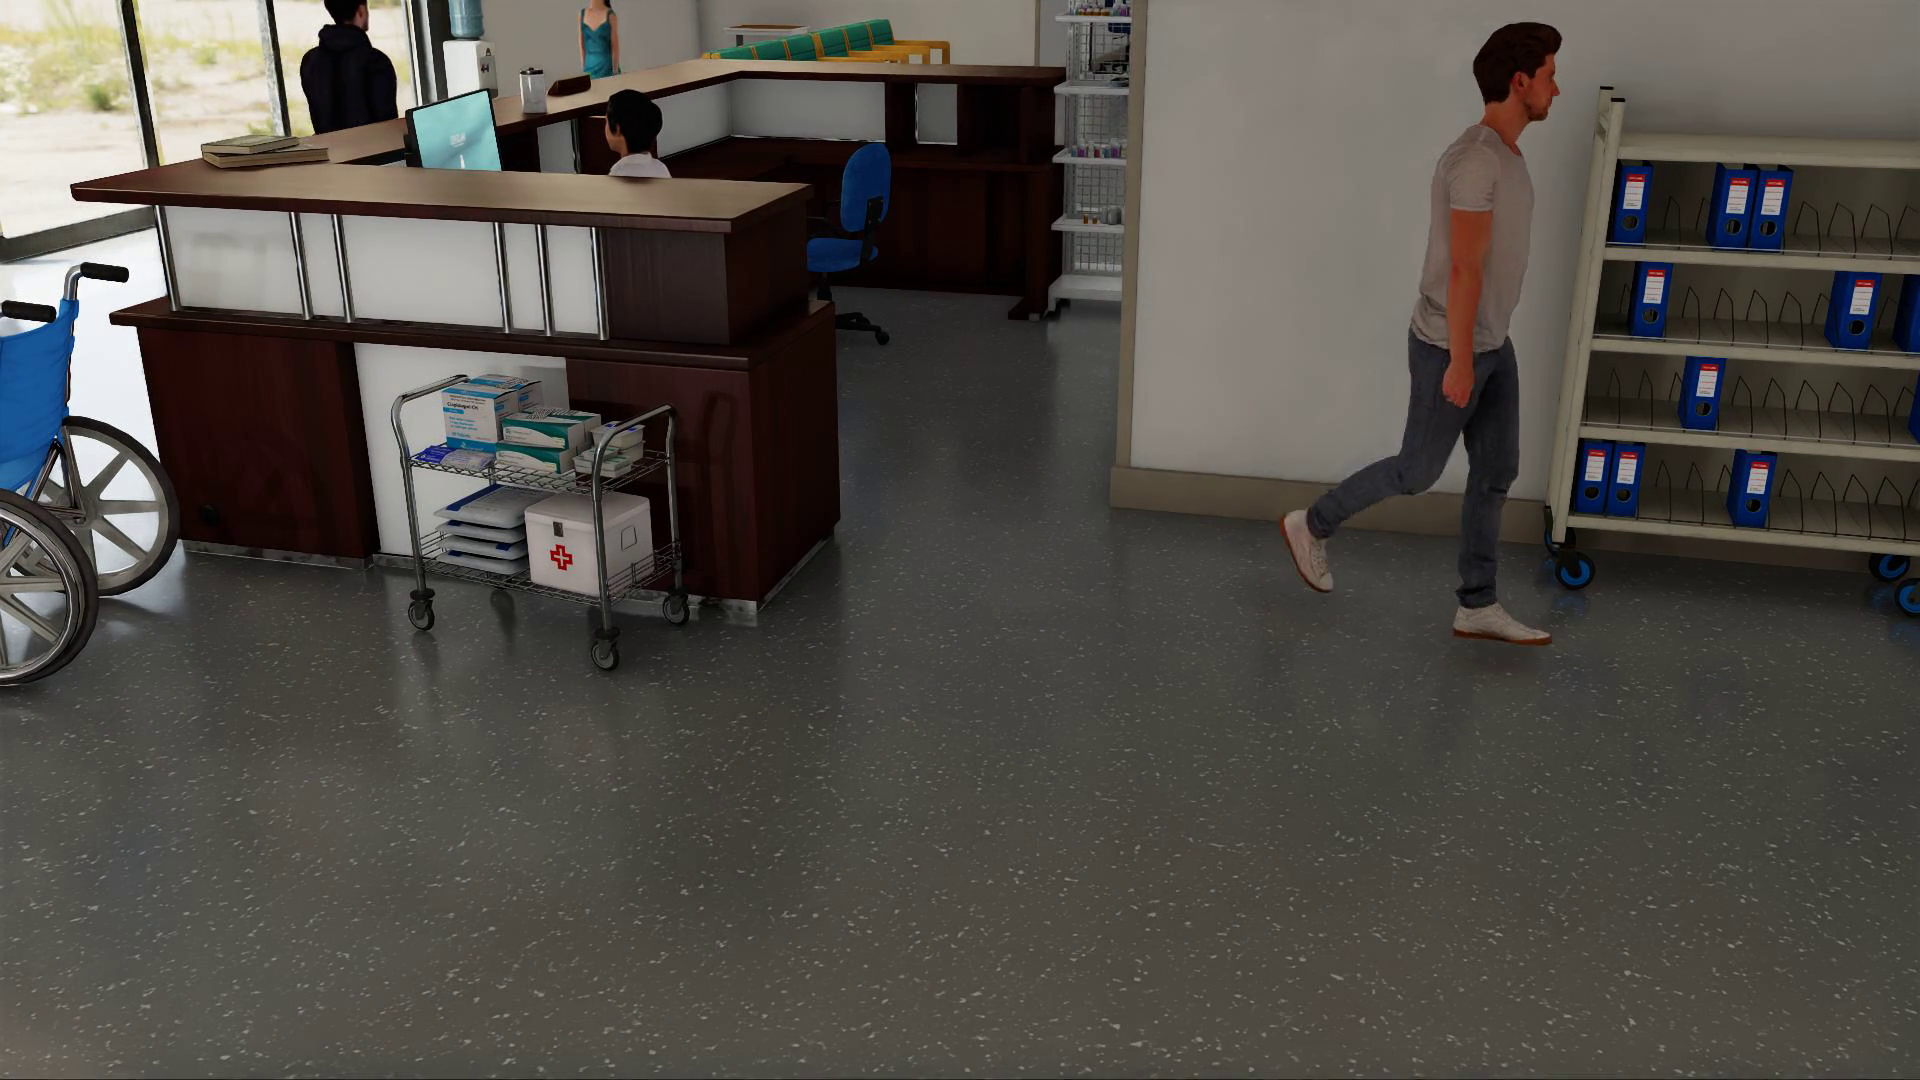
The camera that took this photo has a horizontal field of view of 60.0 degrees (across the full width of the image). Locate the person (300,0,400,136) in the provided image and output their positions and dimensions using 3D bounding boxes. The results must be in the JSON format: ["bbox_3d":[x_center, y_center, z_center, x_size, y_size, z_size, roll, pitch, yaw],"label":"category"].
[{"bbox_3d":[-2.949,-1.716,8.045,0.752,1.872,0.774,7,22,17],"label":"person"}]

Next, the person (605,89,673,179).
[{"bbox_3d":[-1.241,-0.974,6.530,0.512,1.556,0.553,6,22,16],"label":"person"}]

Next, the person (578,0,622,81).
[{"bbox_3d":[-3.062,-4.028,14.459,0.888,1.653,0.628,6,22,16],"label":"person"}]

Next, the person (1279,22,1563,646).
[{"bbox_3d":[1.443,-0.593,5.098,1.237,1.859,0.920,14,25,32],"label":"person"}]
